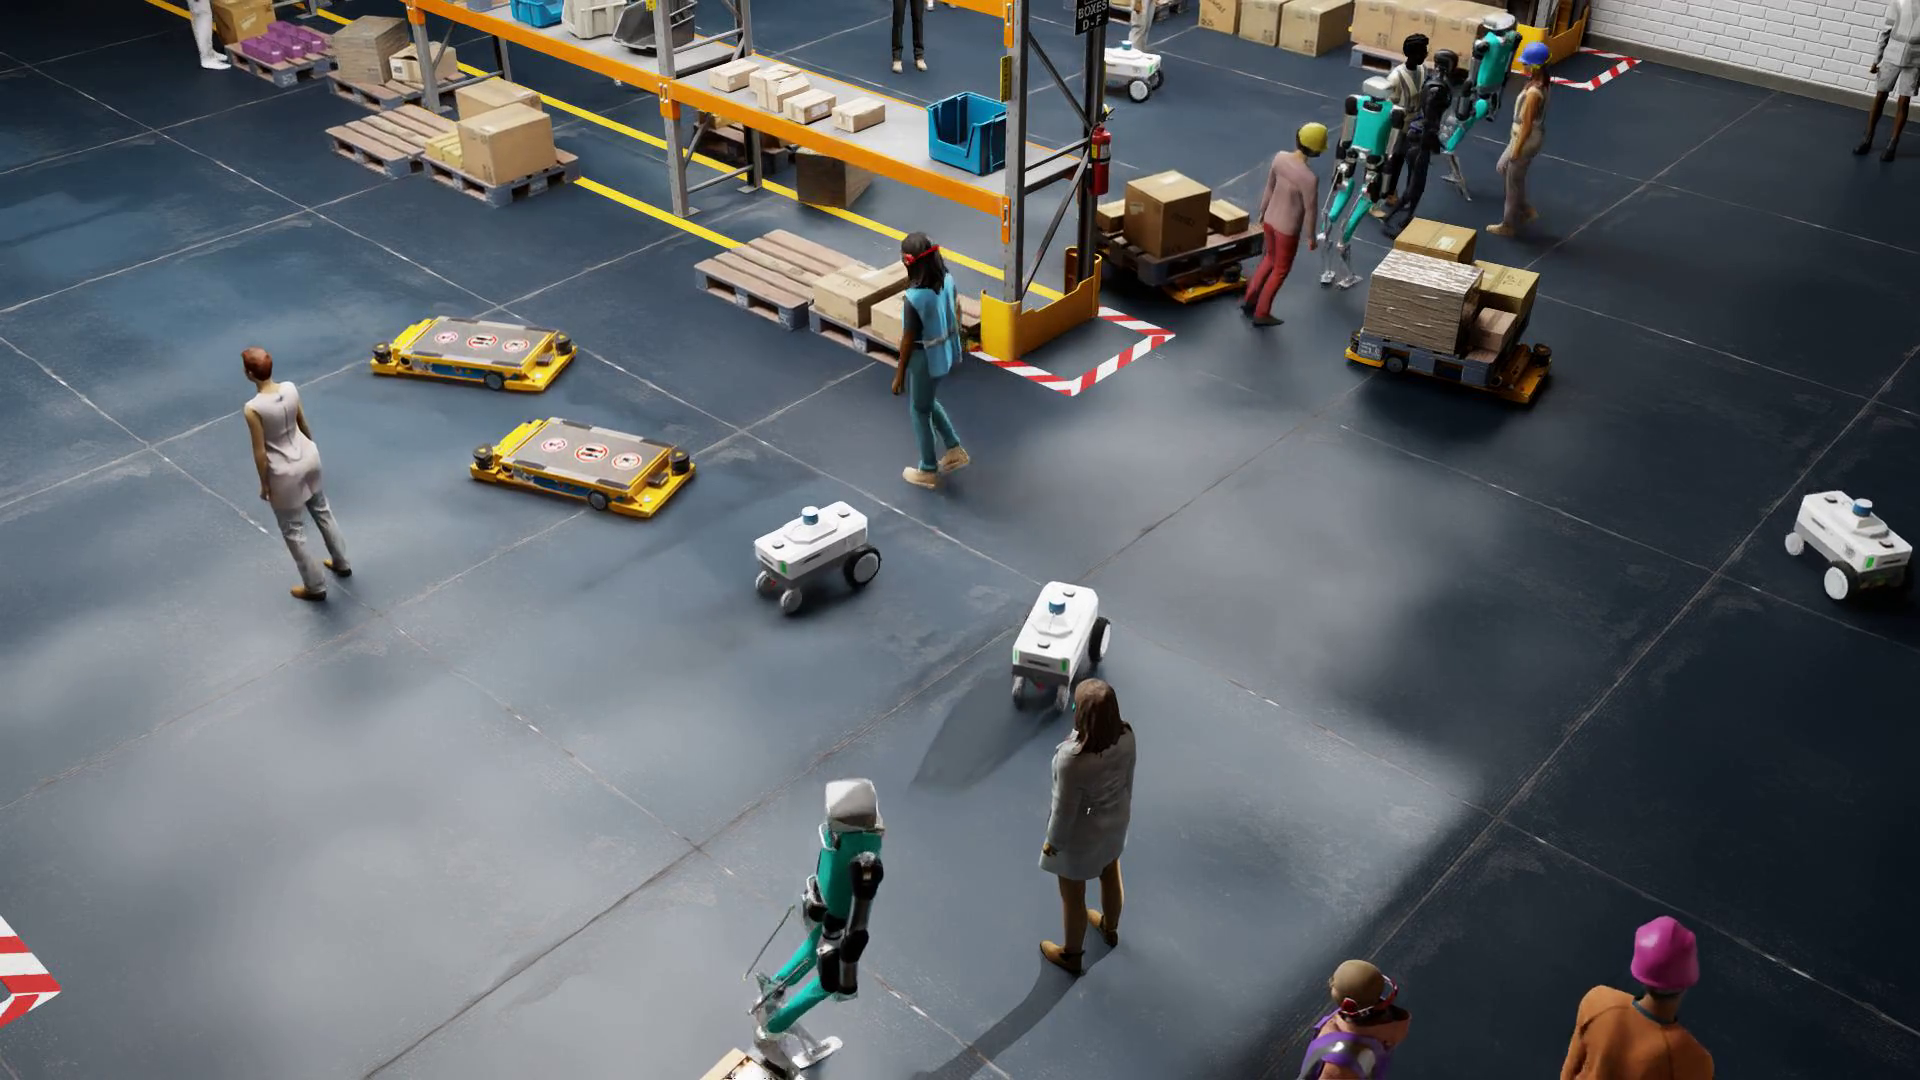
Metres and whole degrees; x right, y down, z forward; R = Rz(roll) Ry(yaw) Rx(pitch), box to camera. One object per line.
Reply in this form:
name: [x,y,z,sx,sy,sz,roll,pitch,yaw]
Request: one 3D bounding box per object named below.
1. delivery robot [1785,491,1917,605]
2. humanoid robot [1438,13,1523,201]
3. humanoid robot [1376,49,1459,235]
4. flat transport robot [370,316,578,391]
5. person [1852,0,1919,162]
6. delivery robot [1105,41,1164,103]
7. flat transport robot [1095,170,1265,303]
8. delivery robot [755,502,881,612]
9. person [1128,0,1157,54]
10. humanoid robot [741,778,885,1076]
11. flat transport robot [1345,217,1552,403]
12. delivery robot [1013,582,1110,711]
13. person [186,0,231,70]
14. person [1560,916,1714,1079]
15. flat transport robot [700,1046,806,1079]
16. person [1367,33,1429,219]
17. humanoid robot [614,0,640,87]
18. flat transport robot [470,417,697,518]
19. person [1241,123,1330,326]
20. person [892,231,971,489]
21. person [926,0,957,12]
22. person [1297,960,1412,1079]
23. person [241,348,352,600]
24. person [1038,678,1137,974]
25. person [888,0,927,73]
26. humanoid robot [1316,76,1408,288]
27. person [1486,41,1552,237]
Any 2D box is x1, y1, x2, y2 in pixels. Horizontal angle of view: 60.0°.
delivery robot: [5.644,0.019,10.529,0.499,0.592,0.791,-8,35,-12]
humanoid robot: [4.658,-4.031,15.382,0.530,1.789,0.800,-19,39,-26]
humanoid robot: [4.032,-3.514,14.668,0.467,1.647,0.594,15,37,20]
flat transport robot: [-3.772,-1.452,12.914,1.431,0.231,0.659,8,35,11]
person: [9.117,-4.637,16.076,0.545,1.926,0.387,25,42,31]
delivery robot: [1.806,-5.051,17.878,0.775,0.596,0.499,14,37,20]
flat transport robot: [1.756,-2.452,14.363,0.659,0.231,1.431,-20,39,-26]
delivery robot: [-0.914,0.058,10.477,0.791,0.598,0.499,-27,43,-33]
person: [1.974,-5.925,17.971,0.394,1.890,0.550,18,38,24]
humanoid robot: [-0.683,1.748,6.997,0.781,1.779,0.564,-10,36,-14]
flat transport robot: [3.788,-1.442,12.899,1.431,0.231,0.659,18,39,25]
delivery robot: [0.567,0.575,9.736,0.499,0.606,0.796,11,36,16]
person: [-8.437,-6.168,18.310,0.411,1.904,0.651,-15,37,-21]
person: [2.374,2.217,6.122,0.630,1.952,0.512,-27,43,-33]
flat transport robot: [-0.650,2.672,6.939,1.431,0.231,0.659,24,41,30]
person: [3.959,-3.725,14.957,0.531,1.690,0.322,-27,43,-33]
humanoid robot: [-3.509,-5.593,17.682,0.854,1.853,0.556,26,43,33]
flat transport robot: [-2.625,-0.527,11.573,1.431,0.231,0.659,13,37,18]
person: [2.587,-2.476,13.107,0.422,1.721,0.557,-16,38,-21]
person: [-0.209,-1.181,11.130,0.435,1.848,0.581,18,38,24]
person: [-0.231,-7.302,20.071,0.507,1.763,0.304,-11,36,-15]
person: [1.439,2.224,6.340,0.346,1.686,0.488,19,39,26]
person: [-4.102,-0.412,10.202,0.365,1.636,0.460,14,37,19]
person: [0.585,1.308,7.688,0.495,1.659,0.335,-25,42,-31]
person: [-0.558,-6.060,18.202,0.503,1.846,0.346,-7,35,-10]
humanoid robot: [3.195,-2.849,13.635,0.546,1.775,0.746,26,42,33]
person: [4.902,-3.492,14.547,0.386,1.758,0.487,14,37,19]
